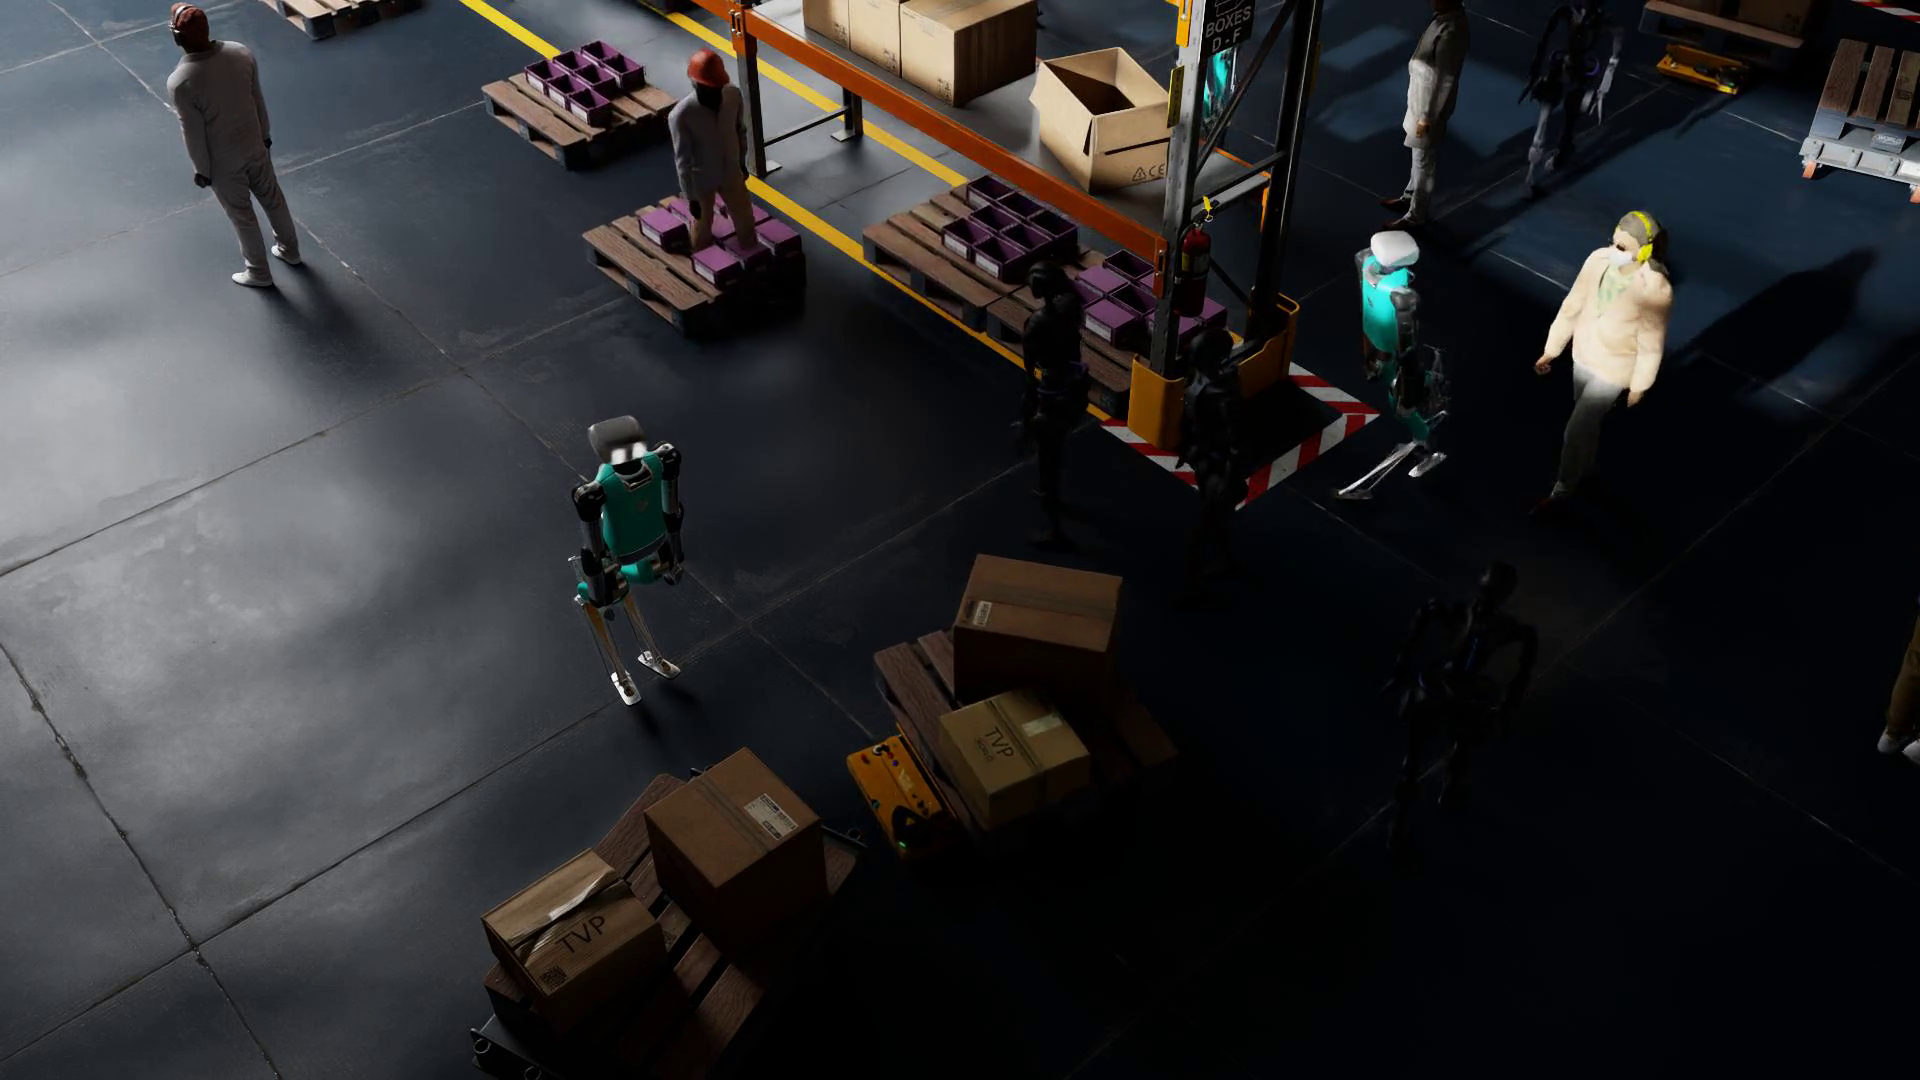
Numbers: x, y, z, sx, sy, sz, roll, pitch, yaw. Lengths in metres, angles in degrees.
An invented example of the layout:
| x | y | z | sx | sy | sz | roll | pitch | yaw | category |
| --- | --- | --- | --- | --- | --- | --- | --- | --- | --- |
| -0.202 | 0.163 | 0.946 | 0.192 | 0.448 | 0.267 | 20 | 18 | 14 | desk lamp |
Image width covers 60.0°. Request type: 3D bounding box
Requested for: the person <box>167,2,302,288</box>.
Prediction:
| x | y | z | sx | sy | sz | roll | pitch | yaw | category |
| --- | --- | --- | --- | --- | --- | --- | --- | --- | --- |
| -4.661 | -2.503 | 10.609 | 0.414 | 1.908 | 0.641 | 19 | 46 | 19 | person |

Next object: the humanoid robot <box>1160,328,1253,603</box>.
| x | y | z | sx | sy | sz | roll | pitch | yaw | category |
| --- | --- | --- | --- | --- | --- | --- | --- | --- | --- |
| 1.308 | -0.389 | 8.487 | 0.555 | 1.630 | 0.589 | -16 | 45 | -16 | humanoid robot |

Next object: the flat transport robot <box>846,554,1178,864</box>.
| x | y | z | sx | sy | sz | roll | pitch | yaw | category |
| --- | --- | --- | --- | --- | --- | --- | --- | --- | --- |
| 0.236 | 1.013 | 7.993 | 1.431 | 0.231 | 0.659 | -19 | 46 | -19 | flat transport robot |

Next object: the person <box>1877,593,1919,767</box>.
| x | y | z | sx | sy | sz | roll | pitch | yaw | category |
| --- | --- | --- | --- | --- | --- | --- | --- | --- | --- |
| 4.612 | 0.315 | 7.542 | 0.472 | 1.912 | 0.531 | -30 | 50 | -28 | person |

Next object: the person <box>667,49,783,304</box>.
| x | y | z | sx | sy | sz | roll | pitch | yaw | category |
| --- | --- | --- | --- | --- | --- | --- | --- | --- | --- |
| -1.483 | -2.256 | 10.475 | 0.594 | 1.716 | 0.819 | -30 | 50 | -28 | person |

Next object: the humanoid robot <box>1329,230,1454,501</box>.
| x | y | z | sx | sy | sz | roll | pitch | yaw | category |
| --- | --- | --- | --- | --- | --- | --- | --- | --- | --- |
| 2.535 | -0.938 | 9.053 | 0.946 | 1.759 | 0.555 | -11 | 44 | -12 | humanoid robot |

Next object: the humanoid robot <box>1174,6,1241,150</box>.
| x | y | z | sx | sy | sz | roll | pitch | yaw | category |
| --- | --- | --- | --- | --- | --- | --- | --- | --- | --- |
| 1.825 | -3.329 | 11.709 | 0.550 | 1.896 | 0.732 | -13 | 44 | -14 | humanoid robot |

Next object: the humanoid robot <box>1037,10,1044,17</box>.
| x | y | z | sx | sy | sz | roll | pitch | yaw | category |
| --- | --- | --- | --- | --- | --- | --- | --- | --- | --- |
| 0.619 | -5.171 | 13.731 | 0.607 | 1.638 | 0.821 | -10 | 44 | -11 | humanoid robot |

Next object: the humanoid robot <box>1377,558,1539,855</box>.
| x | y | z | sx | sy | sz | roll | pitch | yaw | category |
| --- | --- | --- | --- | --- | --- | --- | --- | --- | --- |
| 2.152 | 0.697 | 7.319 | 0.592 | 1.636 | 0.610 | 14 | 44 | 14 | humanoid robot |

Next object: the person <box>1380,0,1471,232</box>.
| x | y | z | sx | sy | sz | roll | pitch | yaw | category |
| --- | --- | --- | --- | --- | --- | --- | --- | --- | --- |
| 3.131 | -2.921 | 11.121 | 0.366 | 1.830 | 0.501 | 7 | 43 | 7 | person |

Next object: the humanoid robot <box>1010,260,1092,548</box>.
| x | y | z | sx | sy | sz | roll | pitch | yaw | category |
| --- | --- | --- | --- | --- | --- | --- | --- | --- | --- |
| 0.509 | -0.739 | 8.869 | 0.406 | 1.634 | 0.608 | 24 | 48 | 24 | humanoid robot |

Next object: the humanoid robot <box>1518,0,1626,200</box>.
| x | y | z | sx | sy | sz | roll | pitch | yaw | category |
| --- | --- | --- | --- | --- | --- | --- | --- | --- | --- |
| 4.238 | -3.202 | 11.550 | 0.602 | 1.632 | 0.603 | 19 | 46 | 19 | humanoid robot |

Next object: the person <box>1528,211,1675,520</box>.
| x | y | z | sx | sy | sz | roll | pitch | yaw | category |
| --- | --- | --- | --- | --- | --- | --- | --- | --- | --- |
| 3.393 | -0.927 | 8.936 | 0.728 | 1.850 | 0.547 | -17 | 45 | -18 | person |

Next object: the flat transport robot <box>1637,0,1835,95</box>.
| x | y | z | sx | sy | sz | roll | pitch | yaw | category |
| --- | --- | --- | --- | --- | --- | --- | --- | --- | --- |
| 6.224 | -4.036 | 13.485 | 0.659 | 0.231 | 1.431 | 27 | 49 | 26 | flat transport robot |

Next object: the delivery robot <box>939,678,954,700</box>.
| x | y | z | sx | sy | sz | roll | pitch | yaw | category |
| --- | --- | --- | --- | --- | --- | --- | --- | --- | --- |
| 0.301 | 0.642 | 8.176 | 0.754 | 0.582 | 0.520 | -20 | 46 | -20 | delivery robot |

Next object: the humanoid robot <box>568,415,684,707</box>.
| x | y | z | sx | sy | sz | roll | pitch | yaw | category |
| --- | --- | --- | --- | --- | --- | --- | --- | --- | --- |
| -1.638 | 0.038 | 7.874 | 0.533 | 1.673 | 0.735 | -32 | 51 | -30 | humanoid robot |
